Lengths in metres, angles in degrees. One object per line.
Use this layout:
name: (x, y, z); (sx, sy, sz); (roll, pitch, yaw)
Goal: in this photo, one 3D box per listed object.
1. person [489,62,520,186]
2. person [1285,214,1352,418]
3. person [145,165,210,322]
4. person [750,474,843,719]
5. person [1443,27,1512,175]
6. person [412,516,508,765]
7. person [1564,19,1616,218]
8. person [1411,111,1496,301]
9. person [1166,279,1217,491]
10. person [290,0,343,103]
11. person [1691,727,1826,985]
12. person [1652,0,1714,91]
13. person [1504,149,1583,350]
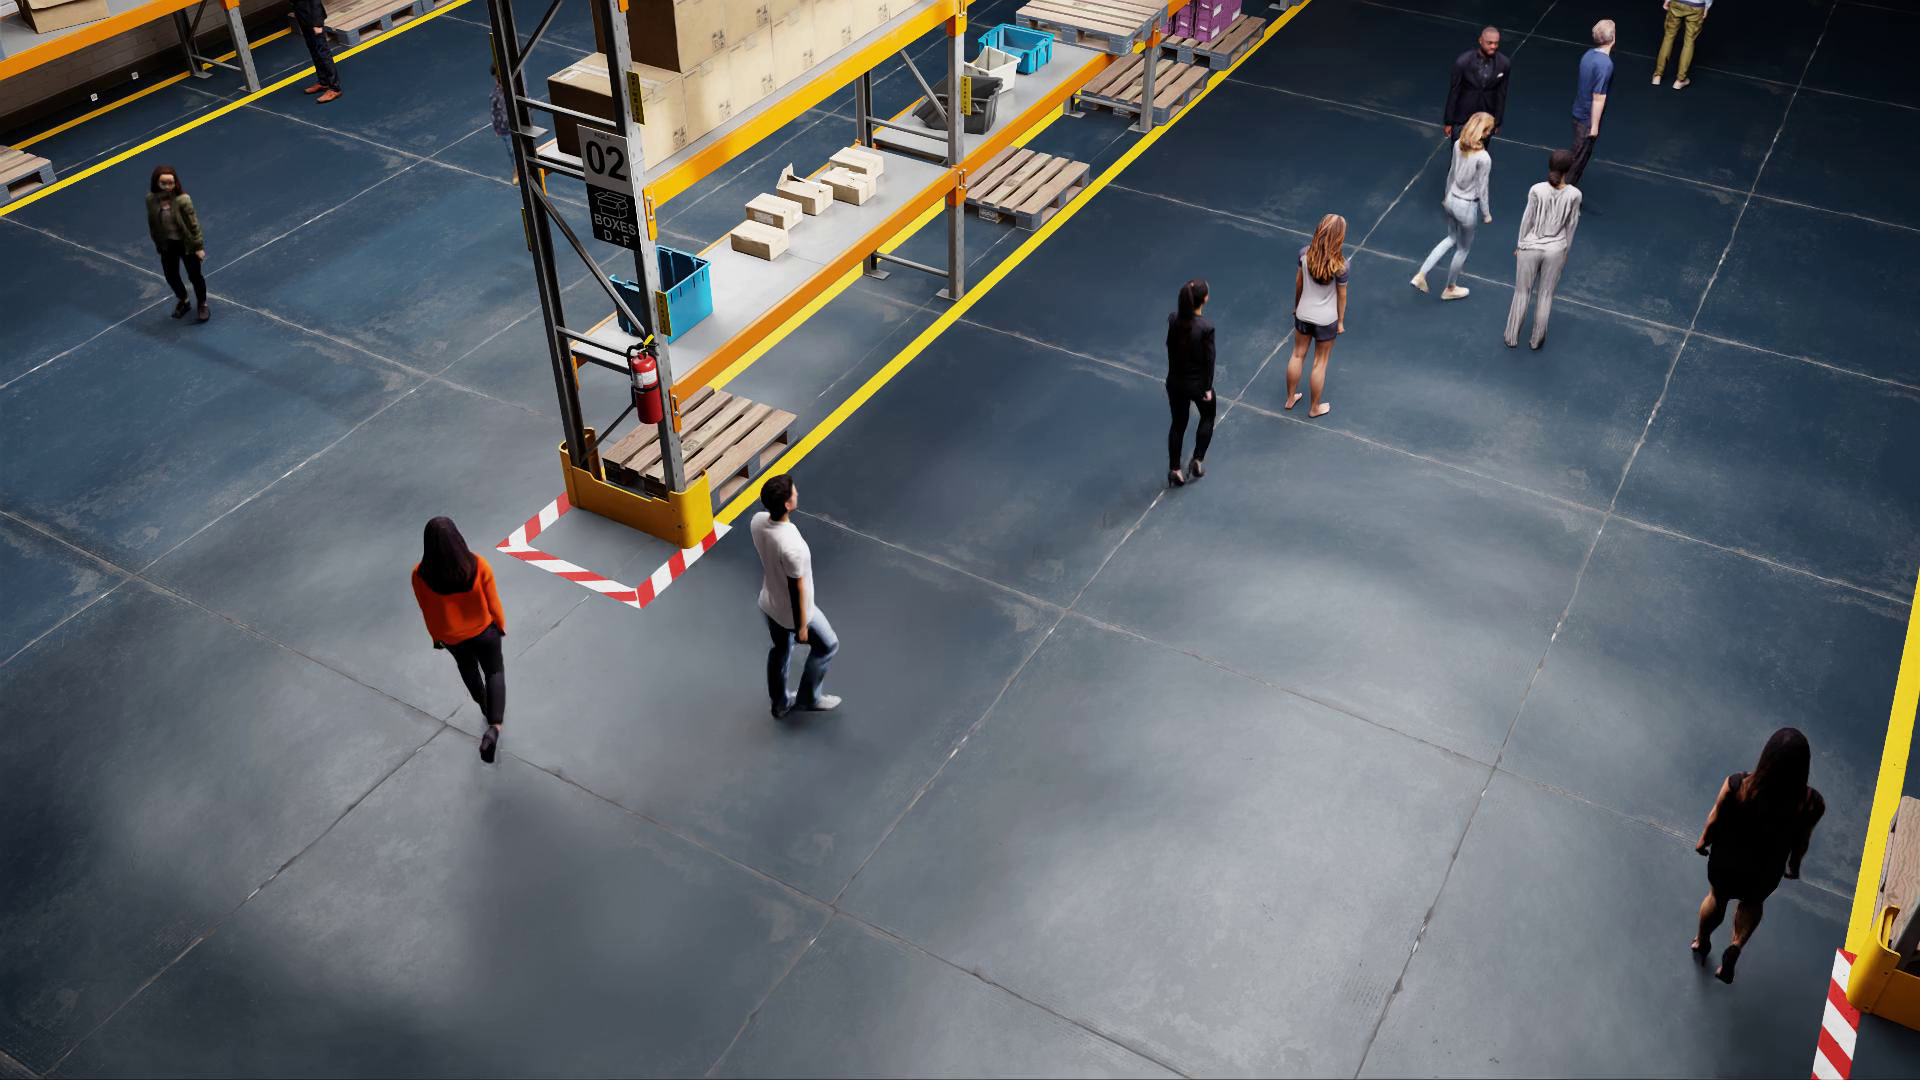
person: (-4.404, -4.118, 16.355); (0.608, 1.243, 0.659); (-3, 39, -4)
person: (2.788, -1.749, 12.996); (0.629, 1.733, 0.592); (27, 46, 30)
person: (-6.667, -2.527, 14.191); (0.698, 1.457, 0.667); (9, 40, 11)
person: (-1.117, 0.419, 10.188); (0.793, 1.848, 0.784); (-26, 45, -29)
person: (4.854, -3.993, 15.747); (0.972, 1.806, 1.114); (2, 39, 2)
person: (-2.974, 0.608, 10.050); (1.020, 1.725, 1.115); (-7, 39, -9)
person: (5.896, -3.938, 15.645); (0.814, 1.848, 0.638); (12, 40, 14)
person: (4.259, -2.818, 14.298); (0.932, 1.778, 0.859); (-15, 41, -18)
person: (1.627, -1.092, 12.207); (0.646, 1.690, 0.662); (29, 47, 31)
person: (-6.964, -5.624, 17.793); (0.706, 1.800, 0.756); (-28, 46, -31)
person: (4.112, 1.722, 8.677); (0.706, 1.699, 0.792); (16, 41, 19)
person: (7.889, -5.808, 18.017); (0.691, 1.809, 0.585); (24, 45, 27)
person: (4.826, -2.390, 13.767); (0.627, 1.773, 0.590); (11, 40, 14)
